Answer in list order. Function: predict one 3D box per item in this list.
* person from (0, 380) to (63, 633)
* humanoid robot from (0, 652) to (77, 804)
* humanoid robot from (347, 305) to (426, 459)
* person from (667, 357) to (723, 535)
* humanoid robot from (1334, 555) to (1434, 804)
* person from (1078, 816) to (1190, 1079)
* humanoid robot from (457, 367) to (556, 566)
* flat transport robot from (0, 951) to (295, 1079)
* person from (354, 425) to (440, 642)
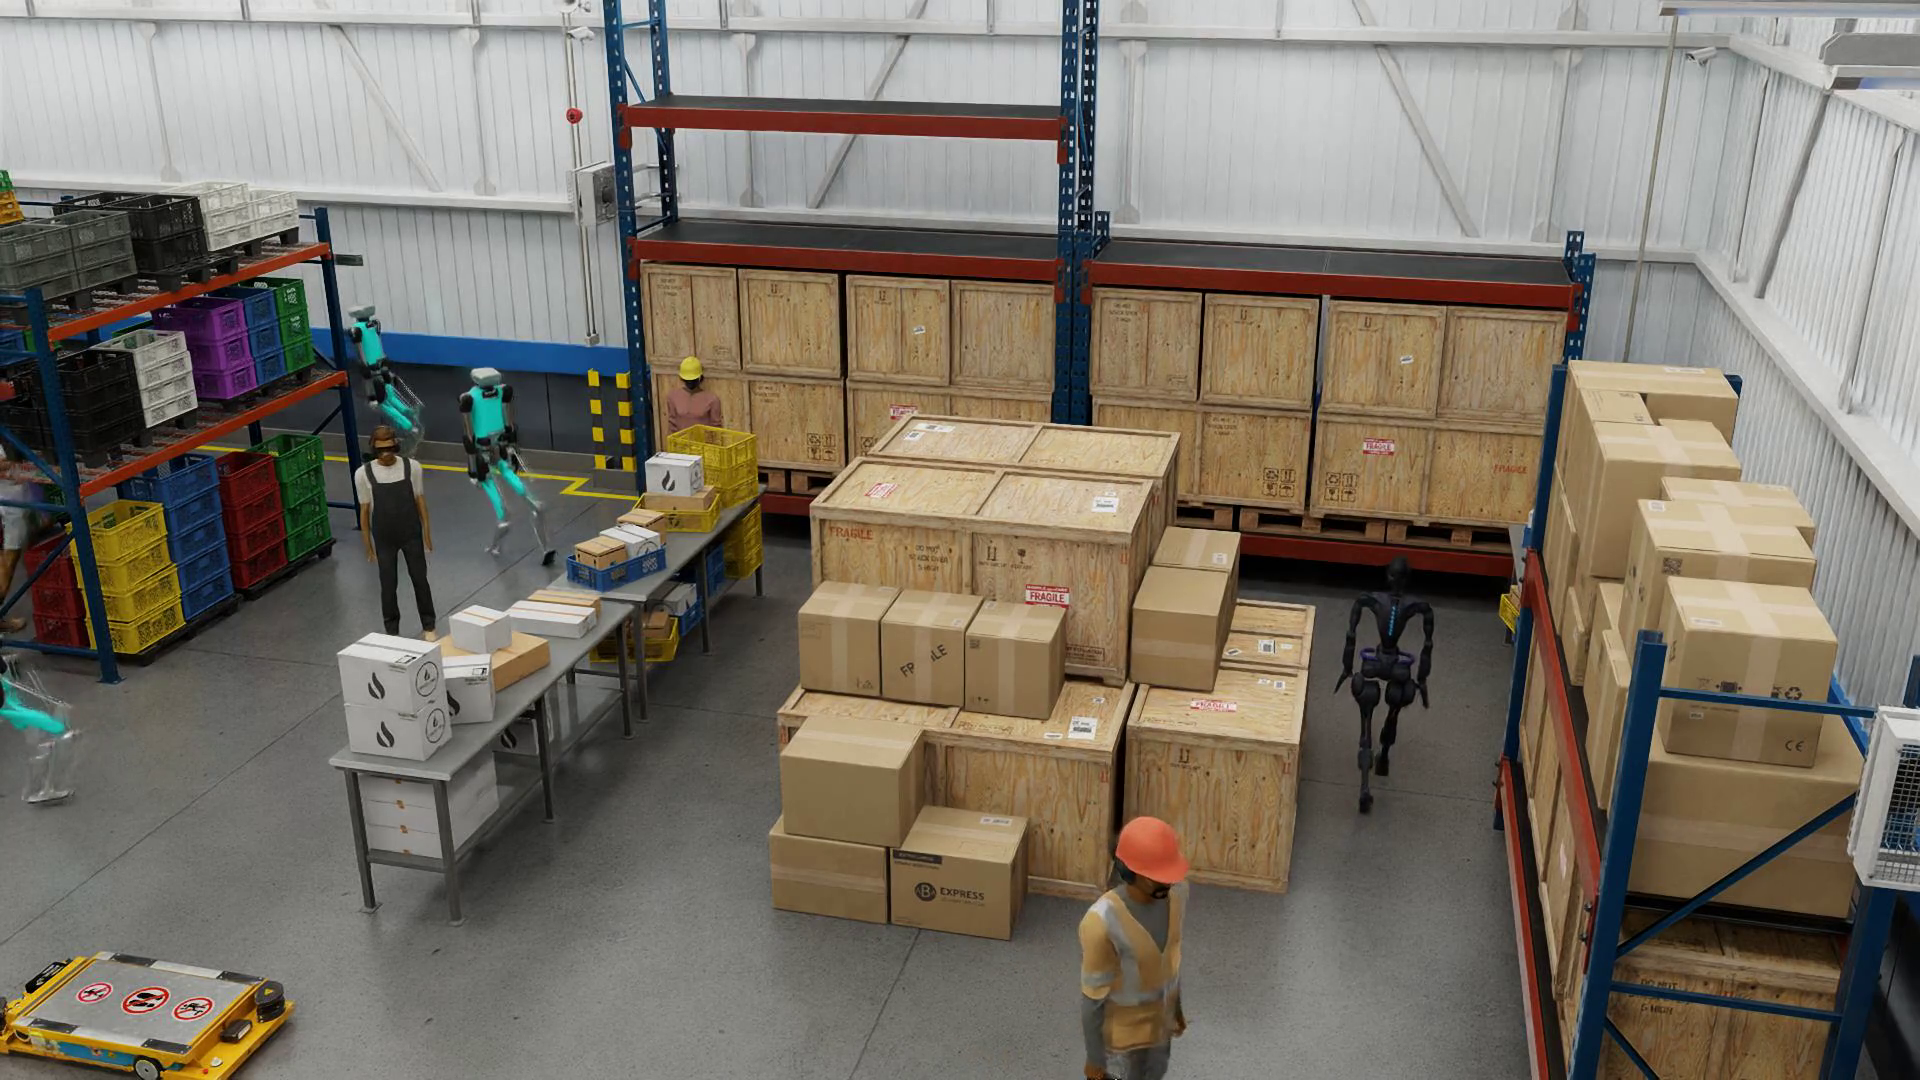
[{"bbox_3d":[-7.686,-0.299,13.479,0.626,1.964,1.181,8,22,20],"label":"person"},{"bbox_3d":[-5.953,0.937,10.579,0.802,1.800,0.536,-6,22,-16],"label":"humanoid robot"},{"bbox_3d":[-5.718,-1.497,16.932,0.839,1.787,0.609,1,21,2],"label":"humanoid robot"},{"bbox_3d":[-2.393,-0.813,15.088,0.522,1.761,0.336,4,21,9],"label":"person"},{"bbox_3d":[2.757,0.899,10.813,0.608,1.640,0.781,5,21,12],"label":"humanoid robot"},{"bbox_3d":[0.773,2.080,7.122,0.611,2.041,0.391,-18,27,-39],"label":"person"},{"bbox_3d":[-3.902,-0.603,14.587,0.954,1.774,0.544,16,26,35],"label":"humanoid robot"},{"bbox_3d":[-4.270,2.464,8.601,1.431,0.231,0.659,5,22,13],"label":"flat transport robot"},{"bbox_3d":[-4.371,-0.017,12.906,0.504,1.836,0.332,-10,23,-23],"label":"person"}]
